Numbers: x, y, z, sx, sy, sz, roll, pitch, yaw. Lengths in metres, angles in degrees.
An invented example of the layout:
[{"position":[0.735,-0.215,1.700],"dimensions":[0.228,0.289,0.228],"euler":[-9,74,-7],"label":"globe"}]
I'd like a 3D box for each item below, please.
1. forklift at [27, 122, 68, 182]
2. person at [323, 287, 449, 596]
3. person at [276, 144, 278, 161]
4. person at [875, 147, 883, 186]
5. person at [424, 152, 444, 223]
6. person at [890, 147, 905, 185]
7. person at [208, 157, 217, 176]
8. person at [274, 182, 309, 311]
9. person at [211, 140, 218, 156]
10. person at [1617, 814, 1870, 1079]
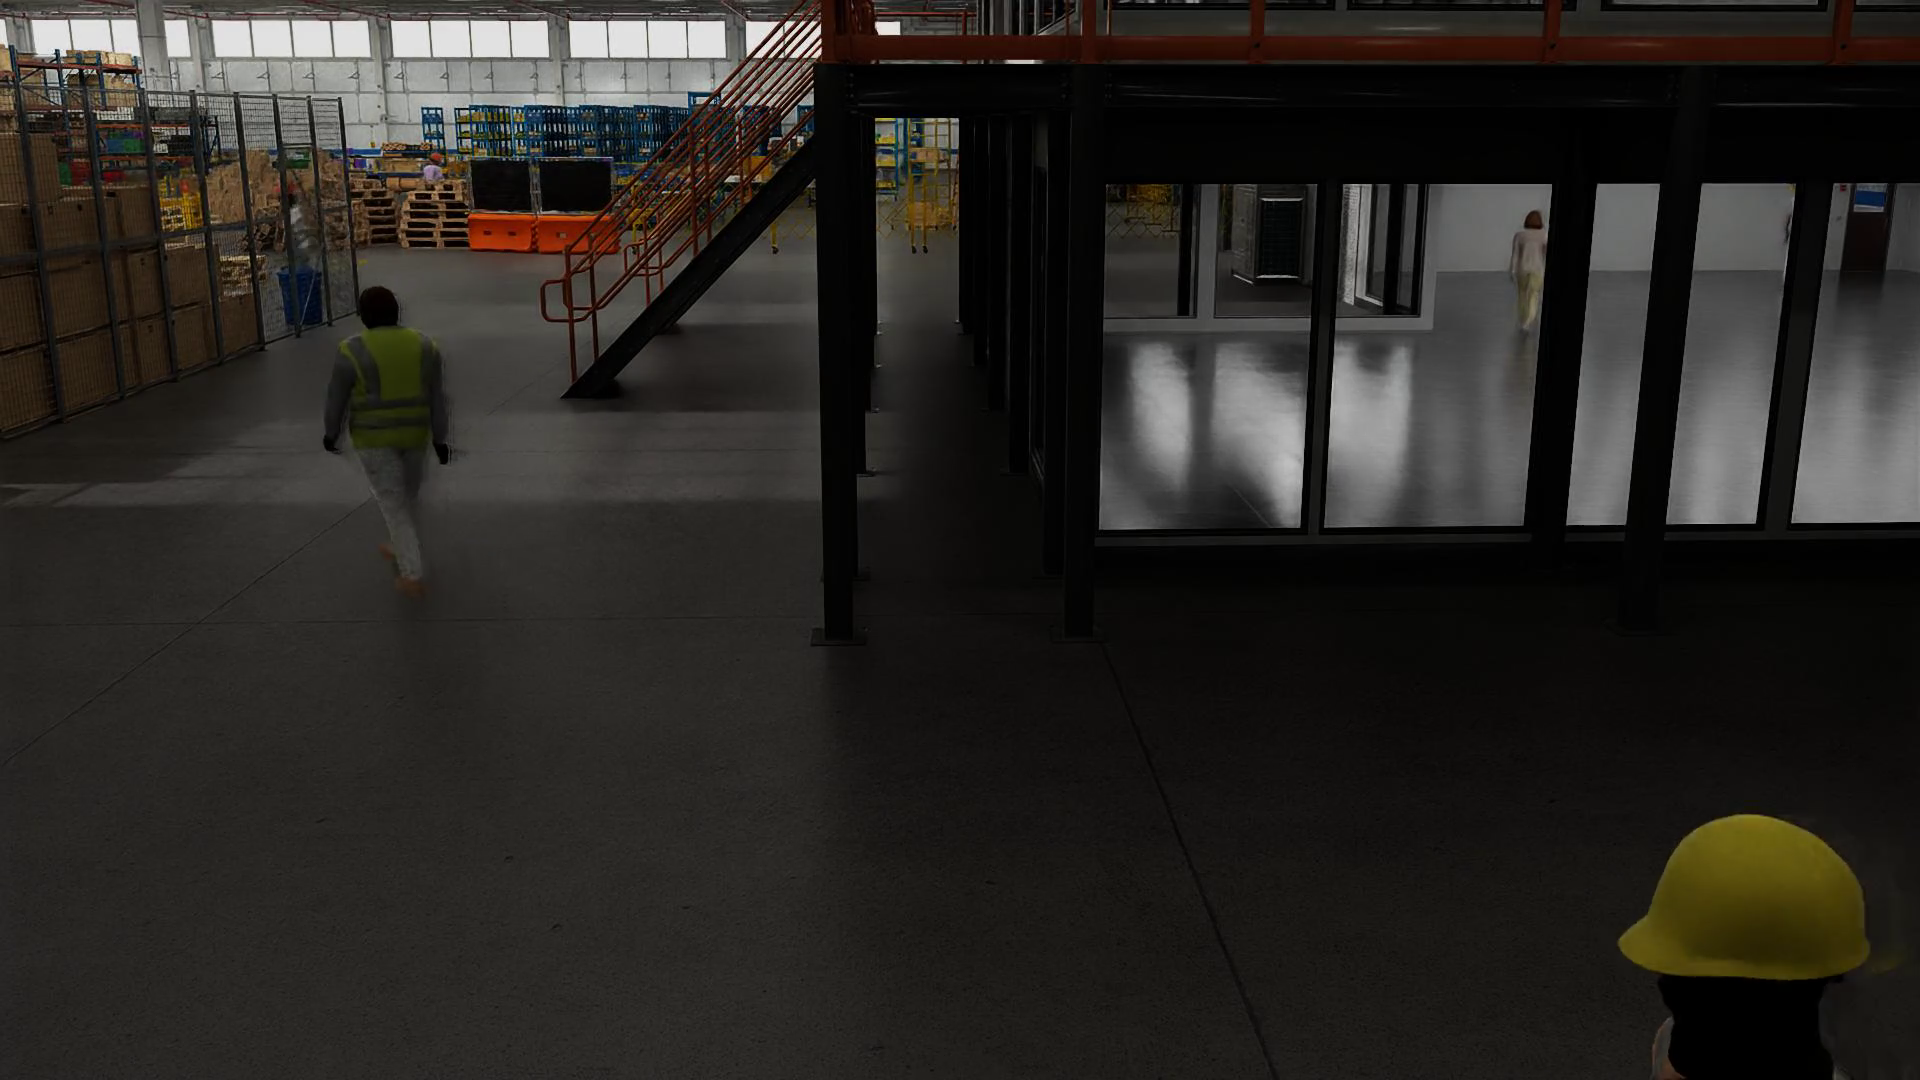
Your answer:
[{"position":[-35.376,-14.773,64.377],"dimensions":[1.129,2.768,1.873],"euler":[-1,14,-2],"label":"forklift"},{"position":[-3.467,-0.609,9.950],"dimensions":[0.923,1.795,0.633],"euler":[13,19,42],"label":"person"},{"position":[-37.835,-21.246,92.470],"dimensions":[0.978,1.791,0.648],"euler":[-9,17,-32],"label":"person"},{"position":[-3.650,-16.460,73.144],"dimensions":[0.651,1.886,0.791],"euler":[-12,19,-40],"label":"person"},{"position":[-13.846,-9.215,43.916],"dimensions":[0.622,2.019,0.447],"euler":[9,16,31],"label":"person"},{"position":[-2.914,-16.974,75.417],"dimensions":[0.957,1.773,0.627],"euler":[2,14,10],"label":"person"},{"position":[-23.336,-11.169,52.290],"dimensions":[0.527,1.746,0.760],"euler":[2,14,7],"label":"person"},{"position":[-9.875,-4.299,24.491],"dimensions":[0.714,1.901,0.573],"euler":[-9,17,-32],"label":"person"},{"position":[-38.339,-19.616,85.642],"dimensions":[0.601,1.940,0.396],"euler":[7,16,25],"label":"person"},{"position":[1.129,1.269,2.285],"dimensions":[0.938,1.890,0.597],"euler":[-2,14,-8],"label":"person"}]
